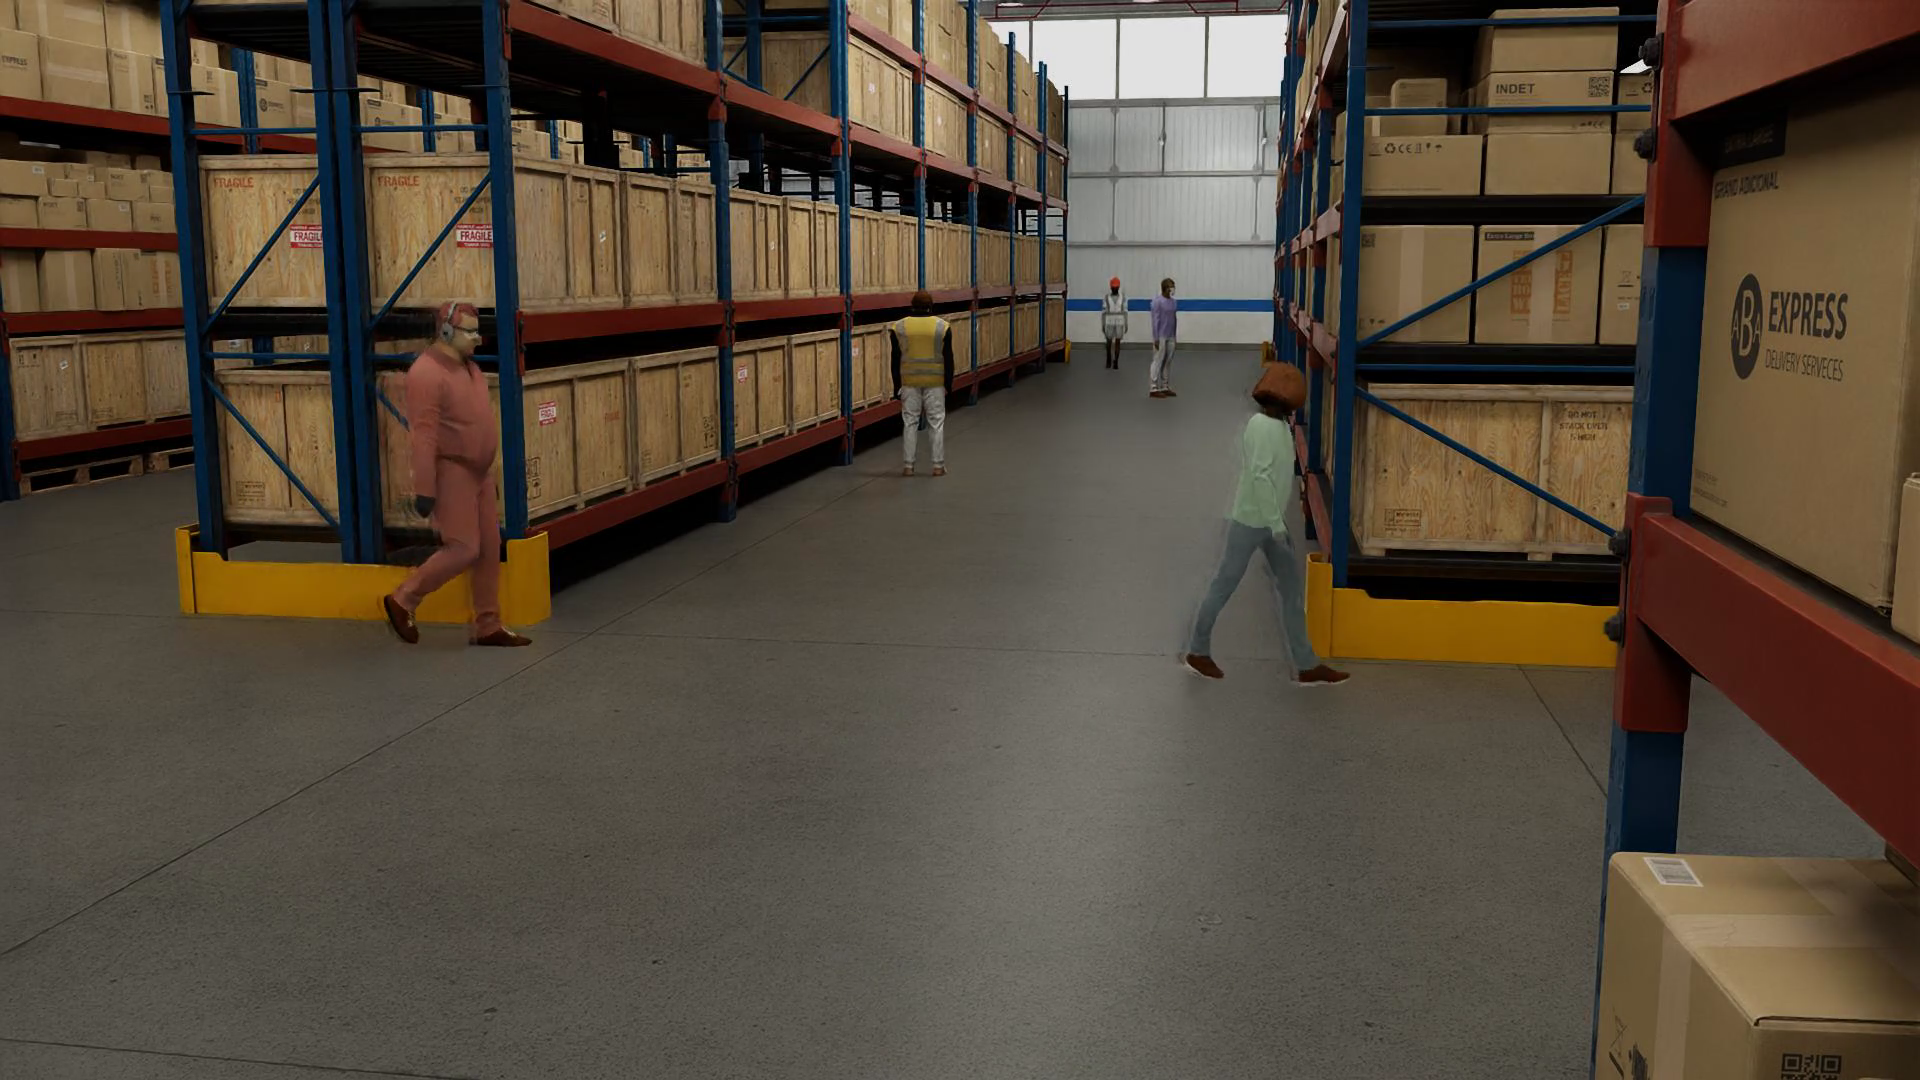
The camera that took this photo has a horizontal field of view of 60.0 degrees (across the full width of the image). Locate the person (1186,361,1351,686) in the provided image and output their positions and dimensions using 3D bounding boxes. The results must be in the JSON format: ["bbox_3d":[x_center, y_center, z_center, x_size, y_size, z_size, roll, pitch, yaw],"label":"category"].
[{"bbox_3d":[1.493,-0.079,8.158,0.833,1.584,0.518,6,11,34],"label":"person"}]

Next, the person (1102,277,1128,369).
[{"bbox_3d":[3.224,-4.486,34.521,0.545,1.917,0.653,0,9,2],"label":"person"}]

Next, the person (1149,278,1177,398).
[{"bbox_3d":[3.302,-3.263,26.884,0.368,1.930,0.629,8,12,41],"label":"person"}]

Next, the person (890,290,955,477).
[{"bbox_3d":[-0.366,-1.540,16.453,0.633,1.843,0.429,0,9,2],"label":"person"}]

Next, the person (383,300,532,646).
[{"bbox_3d":[-2.691,-0.333,8.846,0.639,1.879,0.648,1,9,8],"label":"person"}]
